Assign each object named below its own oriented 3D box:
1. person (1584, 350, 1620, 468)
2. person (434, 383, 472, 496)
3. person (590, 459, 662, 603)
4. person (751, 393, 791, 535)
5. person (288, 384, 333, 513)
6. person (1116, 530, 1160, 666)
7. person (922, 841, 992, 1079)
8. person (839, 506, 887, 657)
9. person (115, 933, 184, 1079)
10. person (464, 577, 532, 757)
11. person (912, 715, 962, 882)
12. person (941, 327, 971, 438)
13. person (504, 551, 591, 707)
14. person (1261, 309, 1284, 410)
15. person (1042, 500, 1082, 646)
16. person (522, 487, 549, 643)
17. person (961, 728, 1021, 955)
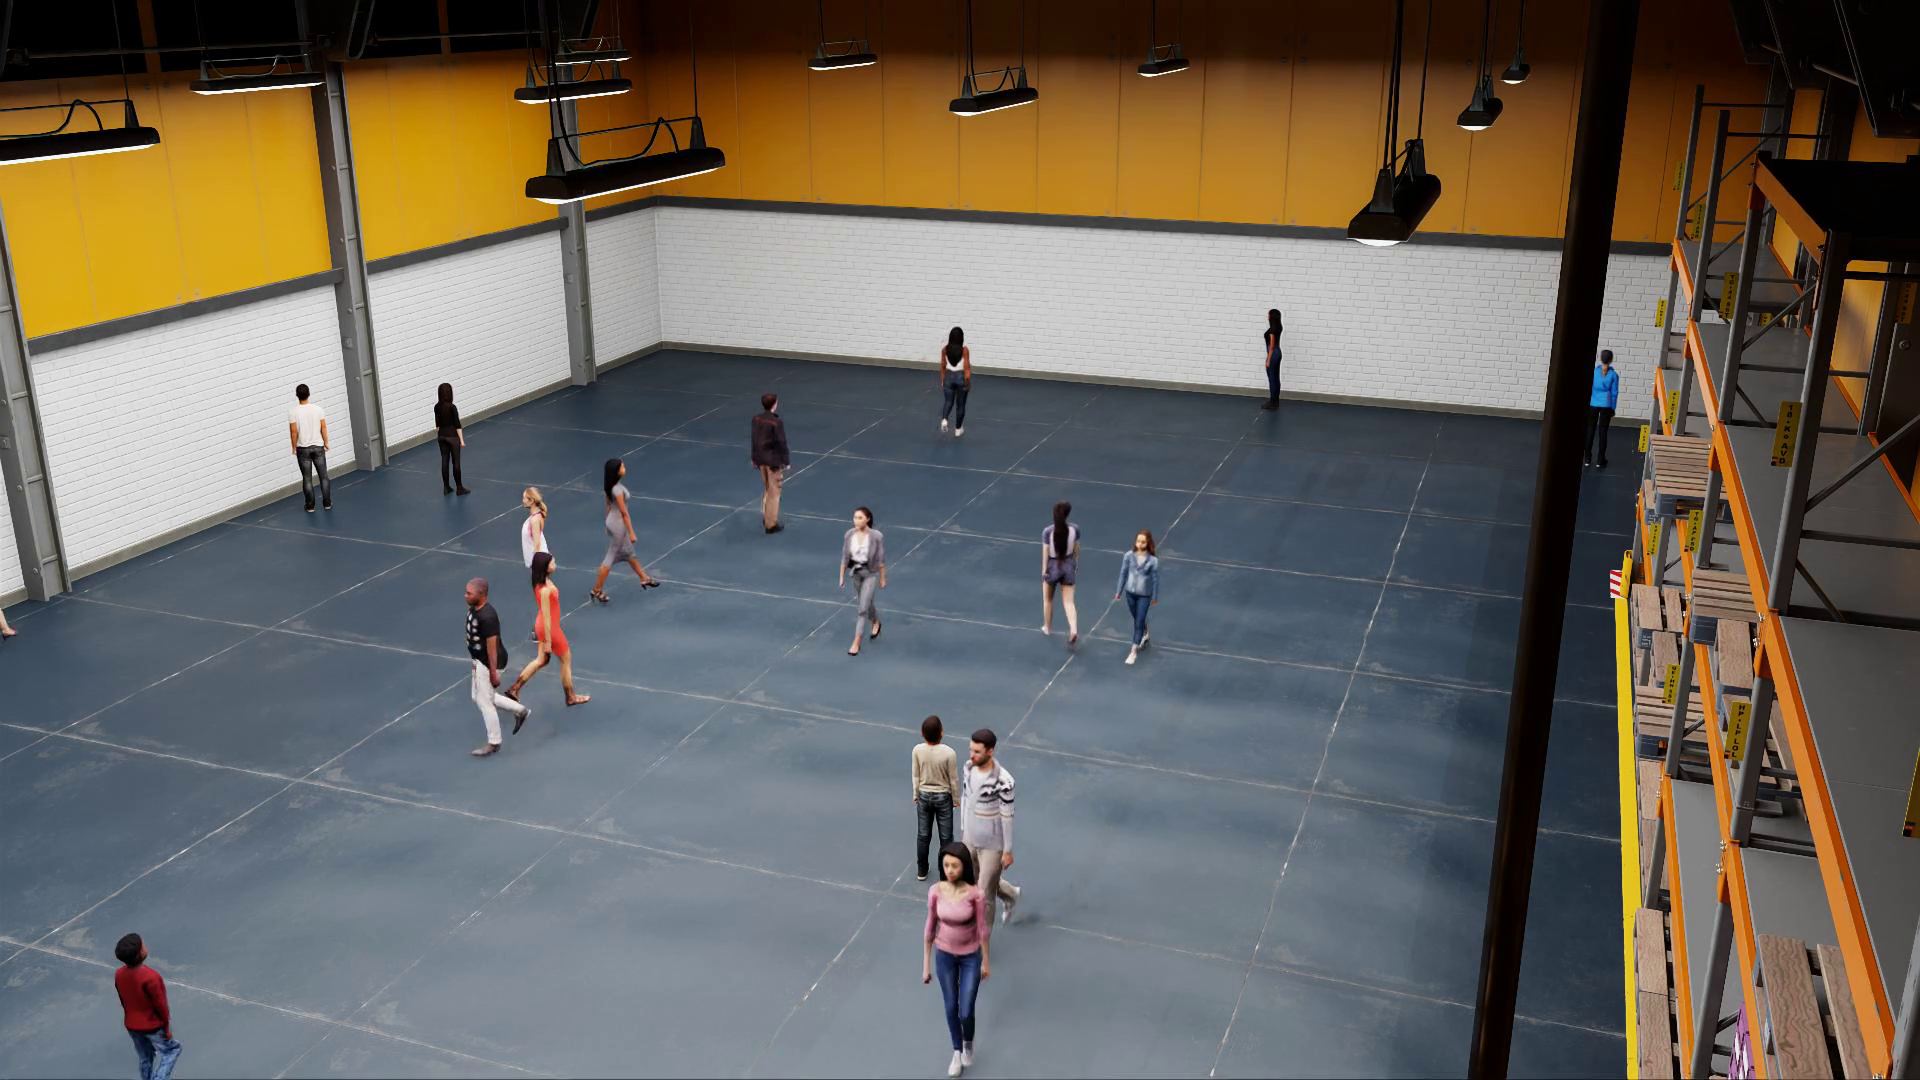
[{"bbox_3d":[9.785,-2.021,25.414,0.662,1.807,0.594,12,22,31],"label":"person"},{"bbox_3d":[-7.381,-1.463,24.018,0.567,1.642,0.491,6,20,18],"label":"person"},{"bbox_3d":[-4.152,-0.066,19.735,1.158,1.728,1.090,-9,20,-24],"label":"person"},{"bbox_3d":[-2.599,-1.005,22.232,0.784,1.914,0.754,12,22,32],"label":"person"},{"bbox_3d":[-9.104,-1.301,23.283,0.694,1.803,0.776,-10,21,-28],"label":"person"},{"bbox_3d":[1.989,0.582,18.257,0.705,1.443,1.045,11,21,29],"label":"person"},{"bbox_3d":[0.014,2.788,11.248,0.622,1.735,0.625,5,19,14],"label":"person"},{"bbox_3d":[-1.023,0.426,18.445,0.668,1.618,1.114,8,20,22],"label":"person"},{"bbox_3d":[-5.358,3.176,10.864,0.500,1.243,0.502,7,20,20],"label":"person"},{"bbox_3d":[-4.433,1.185,15.929,1.017,1.785,0.946,-10,21,-27],"label":"person"},{"bbox_3d":[-0.209,2.121,13.653,0.566,1.464,0.539,4,19,12],"label":"person"},{"bbox_3d":[-0.094,-2.546,26.983,0.622,1.802,0.767,7,20,19],"label":"person"},{"bbox_3d":[-4.240,0.942,16.798,1.113,1.692,1.011,-10,21,-27],"label":"person"},{"bbox_3d":[5.450,-3.155,28.893,0.674,1.738,0.530,11,22,30],"label":"person"},{"bbox_3d":[1.155,0.390,18.542,0.891,1.624,1.054,-4,19,-12],"label":"person"},{"bbox_3d":[-4.712,0.264,18.660,0.741,1.788,0.622,-3,19,-9],"label":"person"},{"bbox_3d":[0.257,2.257,12.667,1.126,1.837,0.979,-16,24,-39],"label":"person"}]
